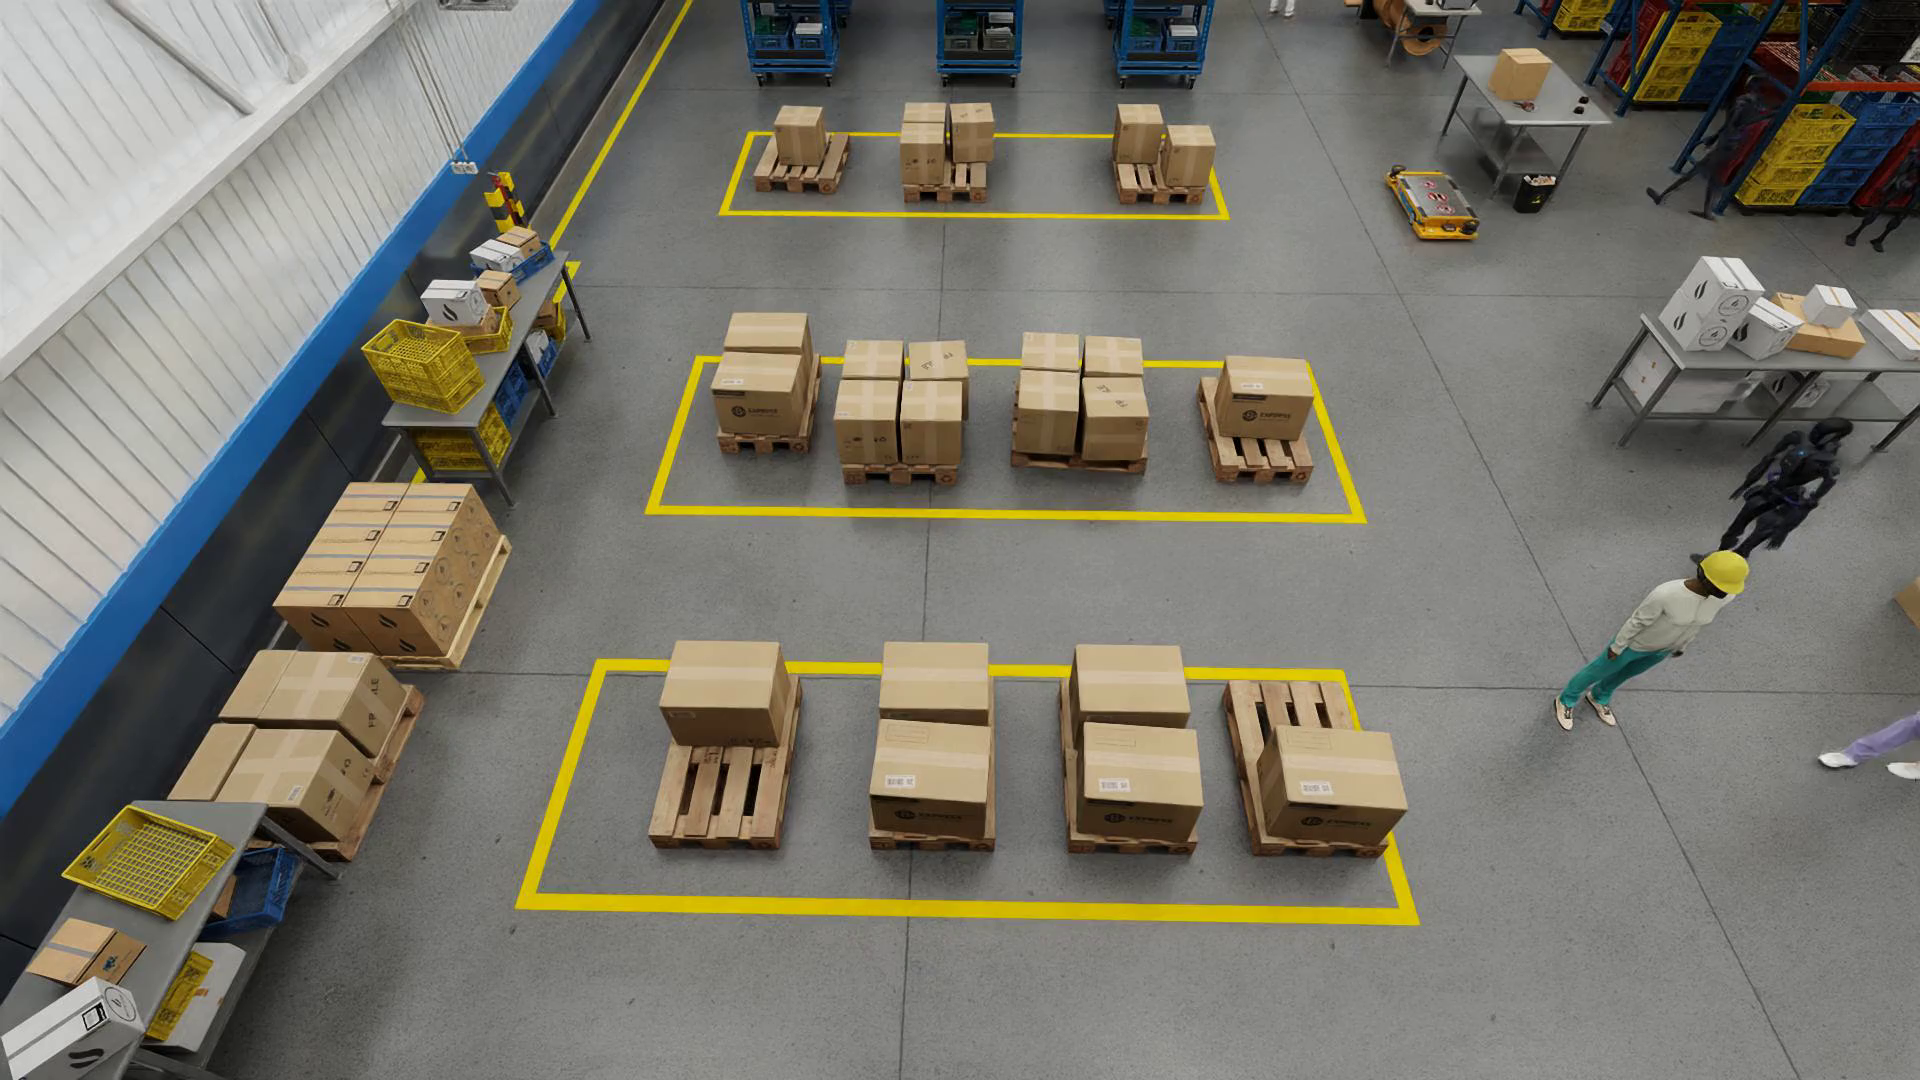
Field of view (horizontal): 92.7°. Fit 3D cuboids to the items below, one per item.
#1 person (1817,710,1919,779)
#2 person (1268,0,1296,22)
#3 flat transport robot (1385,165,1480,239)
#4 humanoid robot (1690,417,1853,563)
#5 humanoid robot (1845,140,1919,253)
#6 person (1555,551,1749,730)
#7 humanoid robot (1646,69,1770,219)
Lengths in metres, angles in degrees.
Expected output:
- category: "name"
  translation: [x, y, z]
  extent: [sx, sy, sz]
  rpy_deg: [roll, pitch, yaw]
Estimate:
- category: "person"
  translation: [6.280, 1.017, 5.588]
  extent: [0.874, 1.873, 0.612]
  rpy_deg: [2, 49, 2]
- category: "person"
  translation: [5.333, -9.292, 14.516]
  extent: [0.345, 1.876, 0.568]
  rpy_deg: [-36, 58, -27]
- category: "flat transport robot"
  translation: [5.692, -4.094, 11.059]
  extent: [0.652, 0.197, 1.431]
  rpy_deg: [1, 49, 1]
- category: "humanoid robot"
  translation: [6.070, -0.260, 6.832]
  extent: [0.364, 1.650, 0.601]
  rpy_deg: [0, 49, 0]
- category: "humanoid robot"
  translation: [10.515, -3.953, 10.017]
  extent: [0.562, 1.655, 0.325]
  rpy_deg: [21, 52, 17]
- category: "person"
  translation: [4.493, 0.673, 5.960]
  extent: [0.524, 1.768, 0.313]
  rpy_deg: [-4, 49, -3]
- category: "humanoid robot"
  translation: [8.746, -4.563, 10.579]
  extent: [0.593, 1.614, 0.774]
  rpy_deg: [-31, 56, -24]
